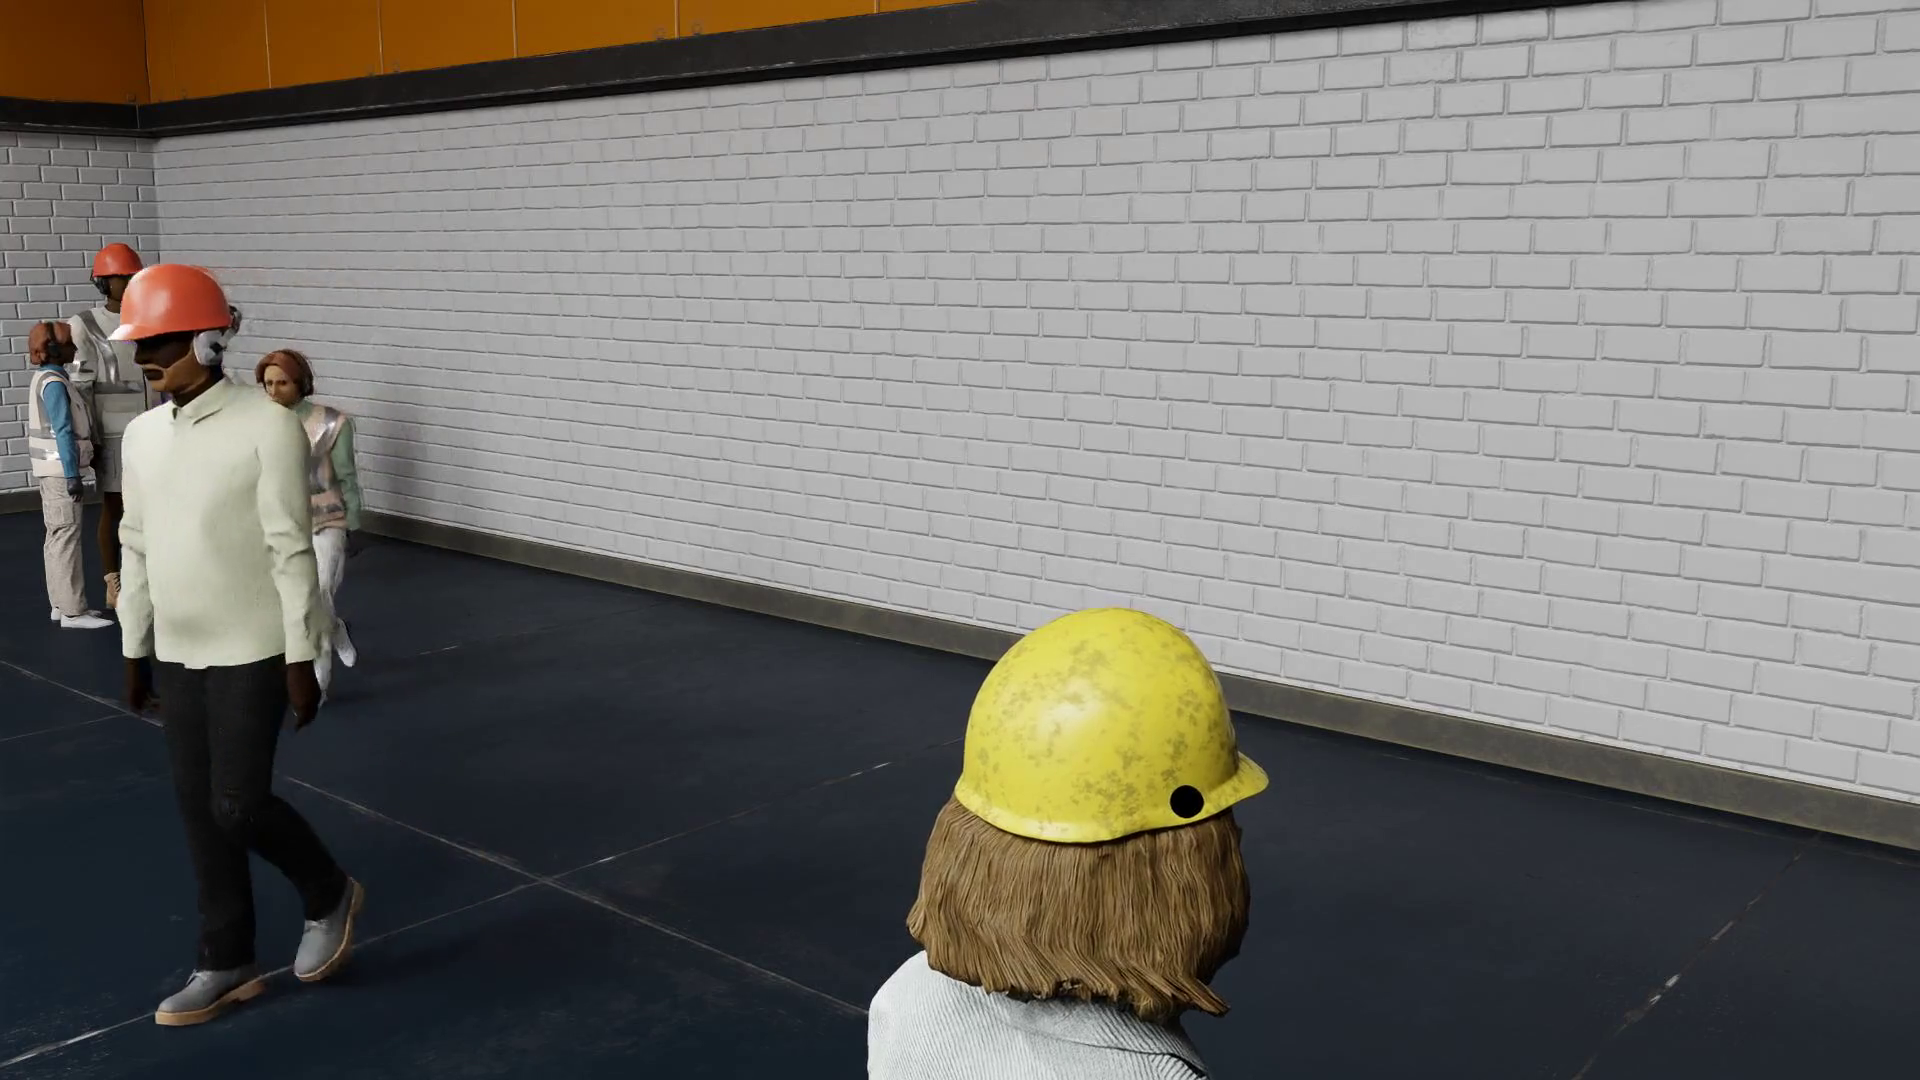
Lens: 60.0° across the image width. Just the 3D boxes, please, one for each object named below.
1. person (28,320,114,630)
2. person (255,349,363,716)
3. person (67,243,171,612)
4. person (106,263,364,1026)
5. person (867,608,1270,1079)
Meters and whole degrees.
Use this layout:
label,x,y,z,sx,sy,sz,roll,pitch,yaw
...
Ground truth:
label,x,y,z,sx,sy,sz,roll,pitch,yaw
person,-4.776,-0.342,8.862,0.307,1.644,0.511,-7,12,-36
person,-2.905,-0.070,7.451,0.521,1.604,0.701,0,10,1
person,-4.645,-0.625,9.324,0.366,2.048,0.607,5,11,25
person,-1.936,0.277,4.359,0.650,1.982,0.459,5,11,25
person,0.110,0.914,1.427,0.294,1.744,0.487,-8,12,-37
